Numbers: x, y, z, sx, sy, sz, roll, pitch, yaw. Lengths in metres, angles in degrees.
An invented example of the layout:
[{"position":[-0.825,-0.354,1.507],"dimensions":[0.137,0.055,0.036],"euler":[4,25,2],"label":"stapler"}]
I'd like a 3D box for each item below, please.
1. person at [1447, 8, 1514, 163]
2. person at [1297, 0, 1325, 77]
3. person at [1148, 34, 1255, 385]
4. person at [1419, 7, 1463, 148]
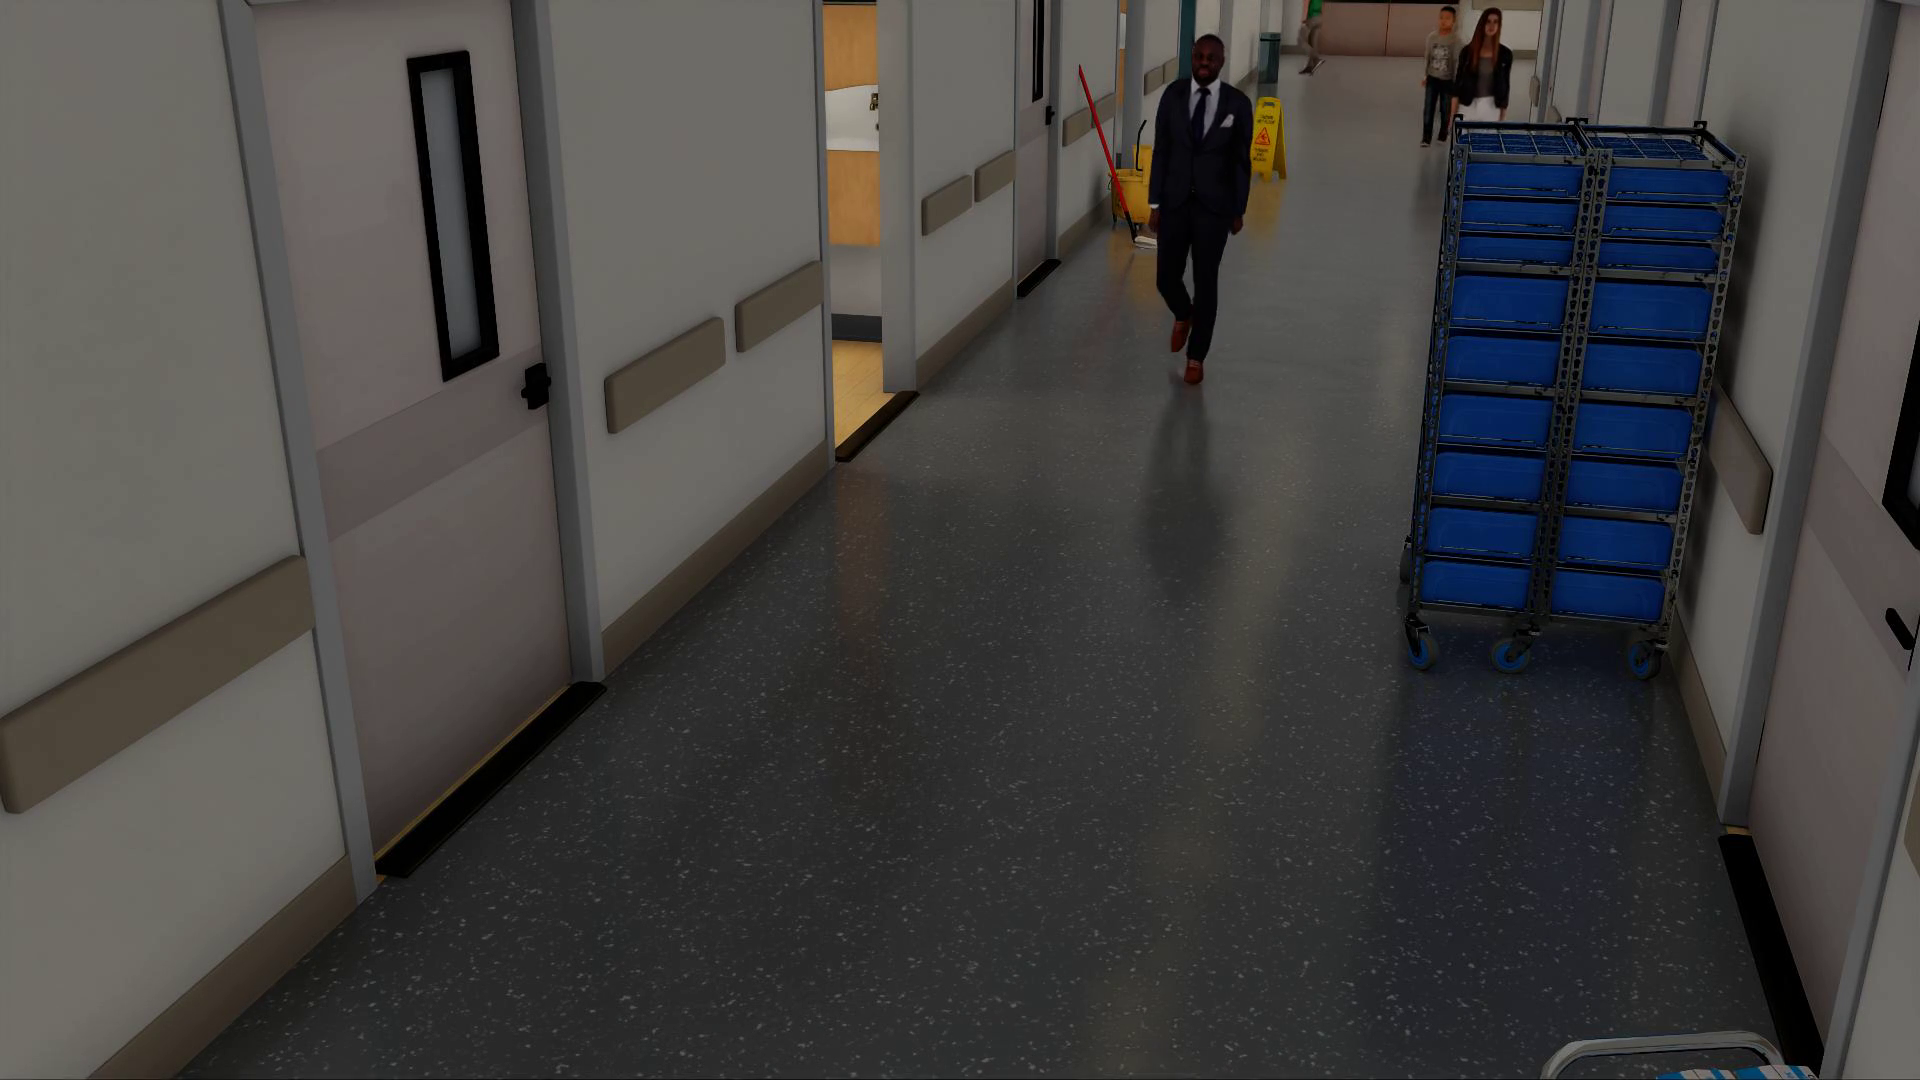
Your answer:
[{"position":[4.190,-3.418,13.455],"dimensions":[0.646,1.690,0.887],"euler":[7,22,18],"label":"person"},{"position":[5.468,-7.956,25.507],"dimensions":[0.838,1.640,0.886],"euler":[-14,25,-32],"label":"person"},{"position":[1.284,-1.802,9.020],"dimensions":[0.729,1.808,0.909],"euler":[7,22,18],"label":"person"},{"position":[5.188,-4.950,17.863],"dimensions":[0.675,1.433,1.023],"euler":[10,23,24],"label":"person"}]
